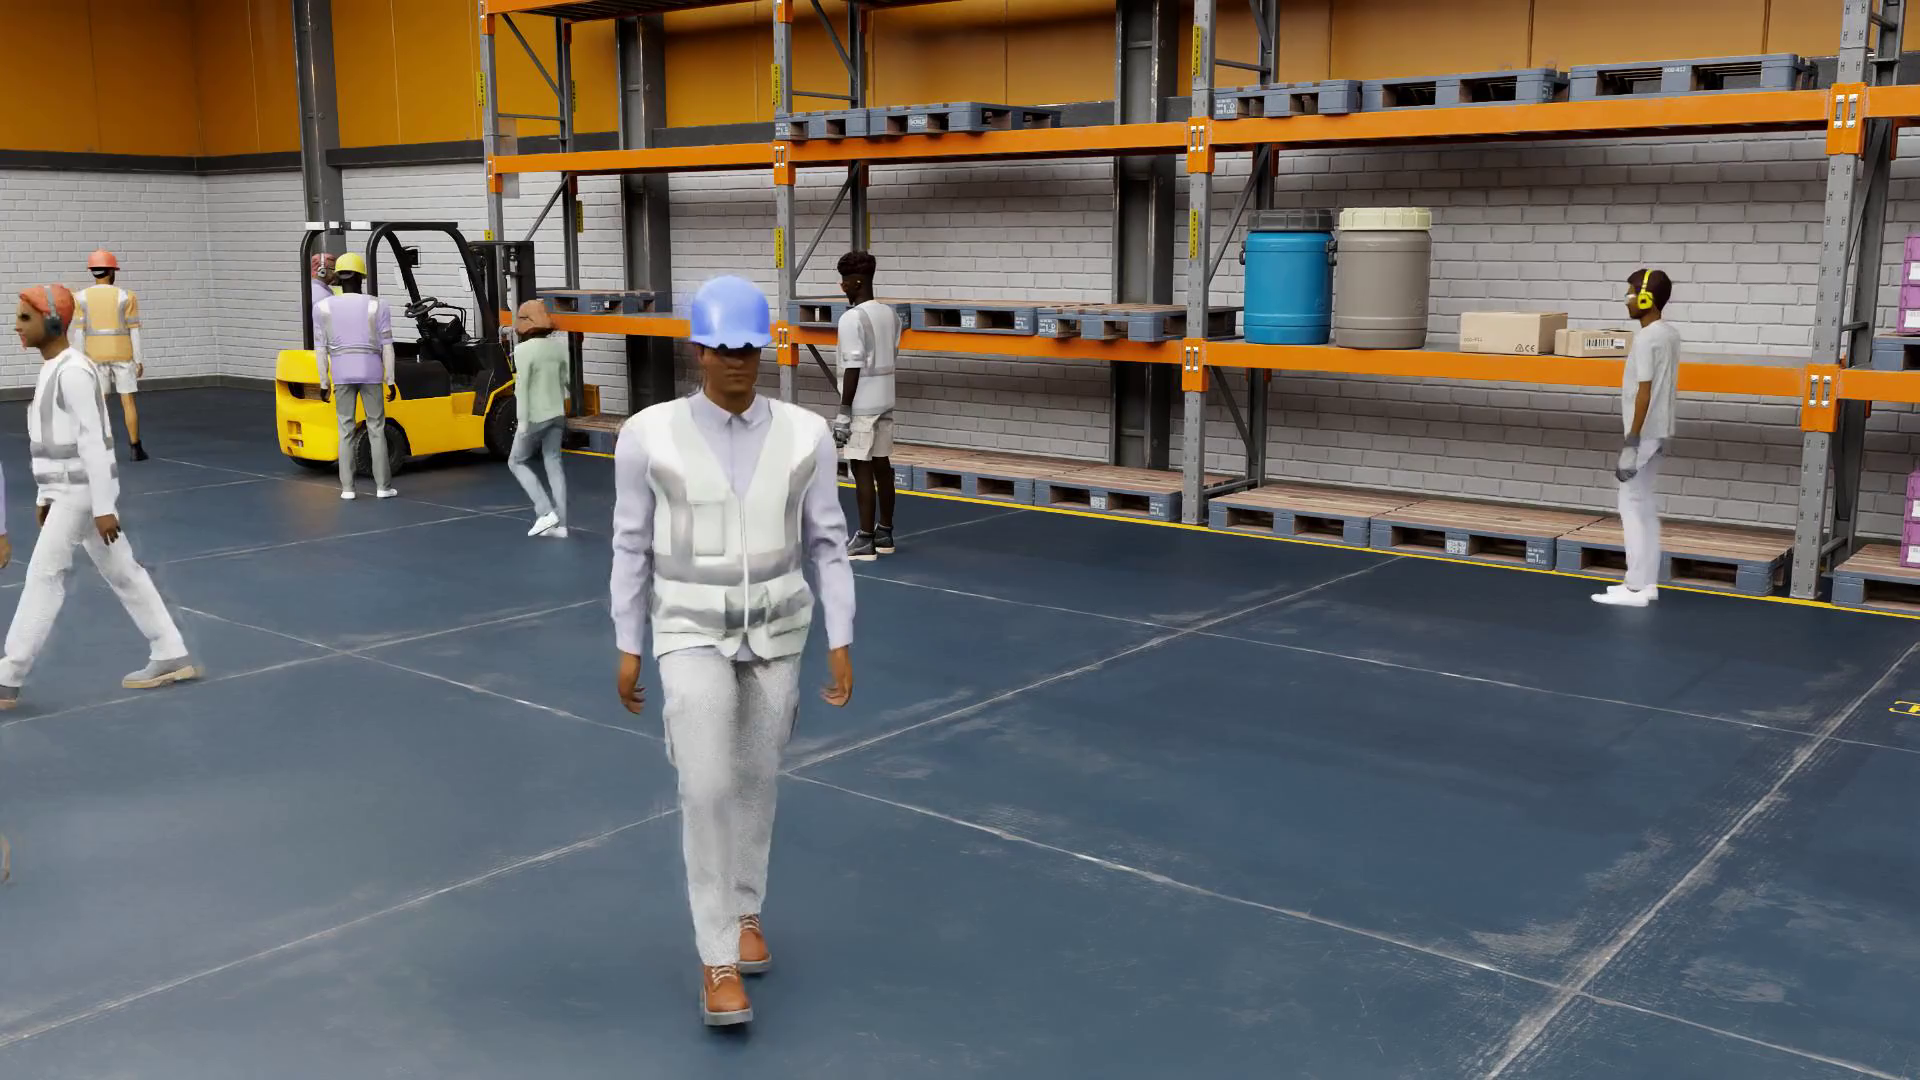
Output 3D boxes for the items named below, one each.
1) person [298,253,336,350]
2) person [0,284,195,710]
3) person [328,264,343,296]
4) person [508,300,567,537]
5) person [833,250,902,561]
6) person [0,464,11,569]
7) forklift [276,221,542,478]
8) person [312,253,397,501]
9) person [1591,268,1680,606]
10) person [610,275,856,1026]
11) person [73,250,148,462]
[{"bbox_3d":[-5.930,-1.723,15.578,0.403,1.900,0.647,-6,12,-31],"label":"person"},{"bbox_3d":[-3.926,-0.194,7.279,1.014,1.826,0.597,-6,12,-32],"label":"person"},{"bbox_3d":[-6.428,-1.965,17.239,0.621,1.798,0.968,3,11,16],"label":"person"},{"bbox_3d":[-2.844,-0.809,11.276,0.374,1.618,0.522,5,11,25],"label":"person"},{"bbox_3d":[-0.603,-0.849,10.561,0.369,1.958,0.602,5,11,26],"label":"person"},{"bbox_3d":[-3.908,-0.031,6.184,0.661,1.915,0.558,-4,11,-22],"label":"person"},{"bbox_3d":[-4.922,-1.741,14.854,1.214,2.155,2.313,8,13,38],"label":"forklift"},{"bbox_3d":[-4.698,-1.261,12.957,0.584,1.918,0.381,-2,10,-13],"label":"person"},{"bbox_3d":[3.783,-0.565,9.240,0.323,1.868,0.553,9,13,40],"label":"person"},{"bbox_3d":[-0.555,0.286,4.354,0.638,1.922,0.786,-4,11,-22],"label":"person"},{"bbox_3d":[-7.747,-1.666,15.160,0.548,1.933,0.376,-4,11,-19],"label":"person"}]
